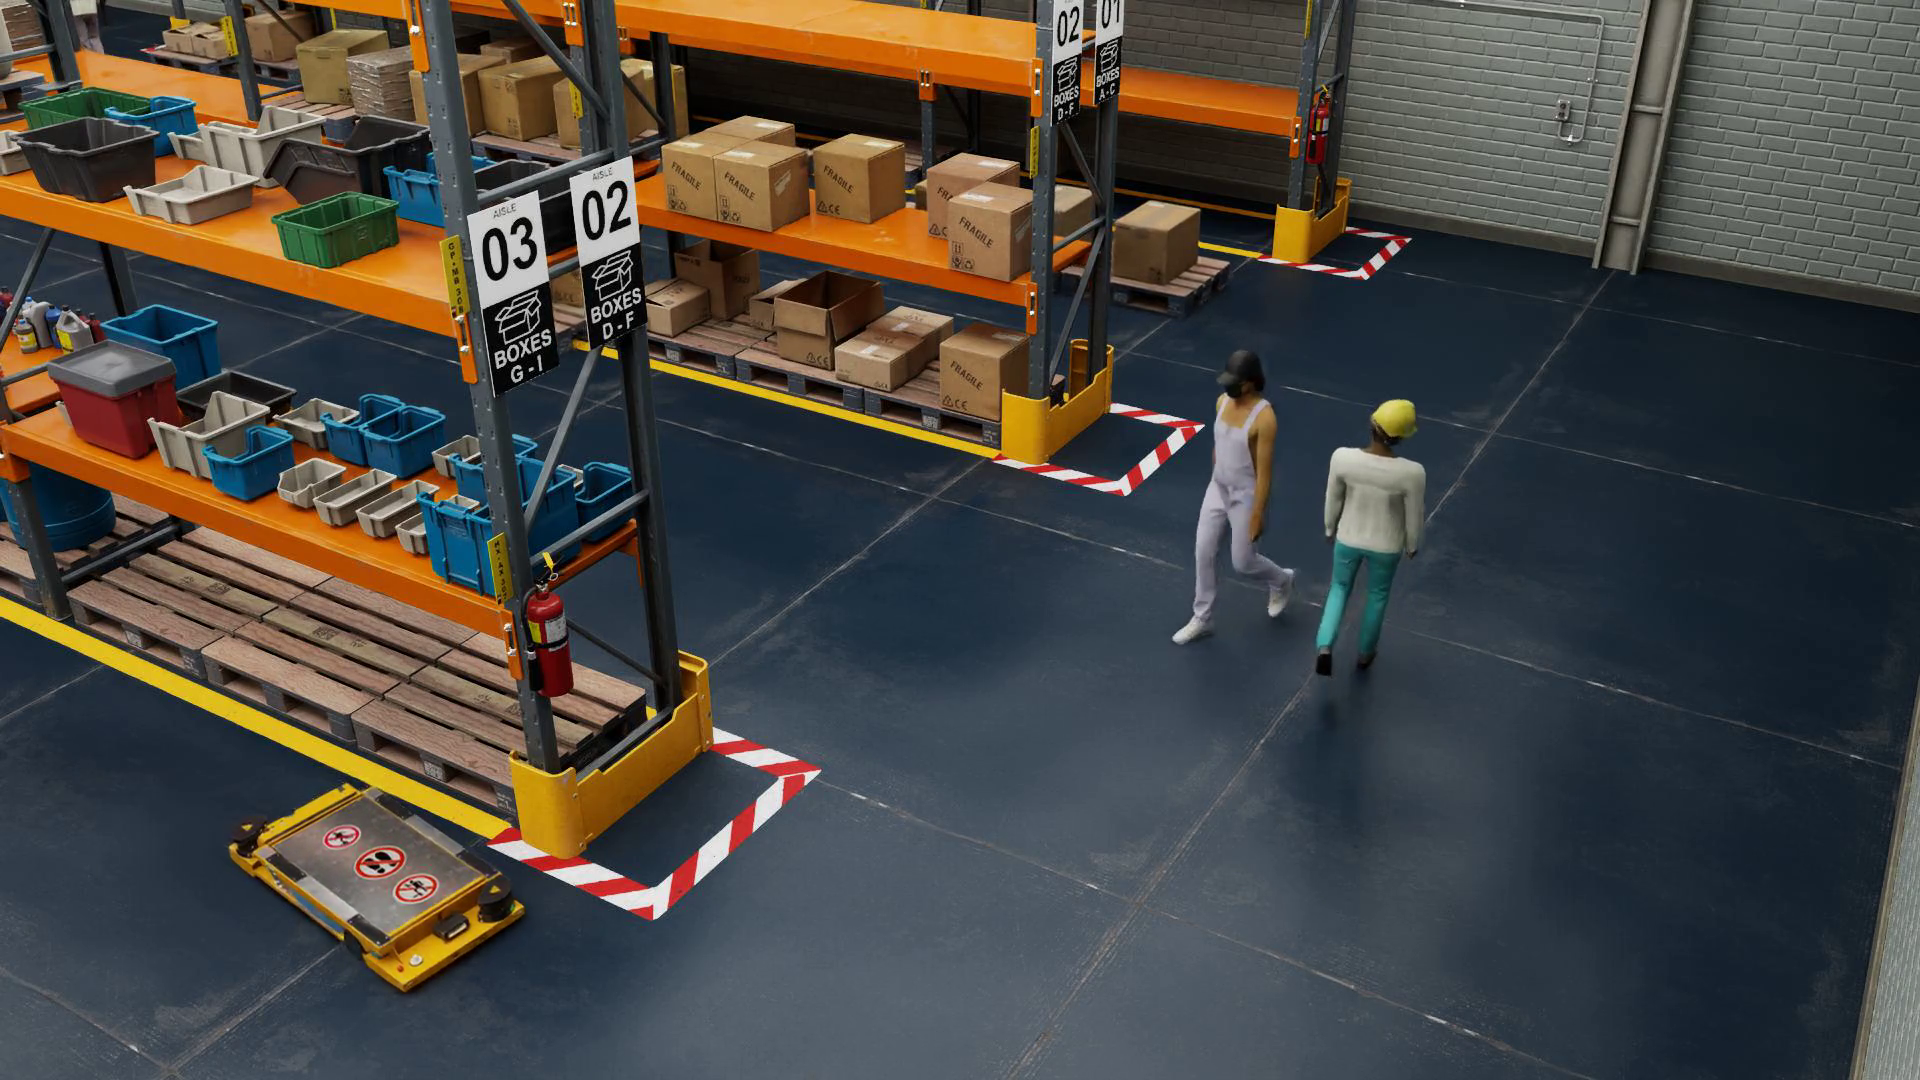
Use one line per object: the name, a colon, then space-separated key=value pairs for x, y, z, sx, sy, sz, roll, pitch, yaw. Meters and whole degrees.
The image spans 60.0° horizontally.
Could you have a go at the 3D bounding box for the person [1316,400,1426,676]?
person: x=2.242 y=0.006 z=9.122 sx=0.544 sy=1.741 sz=0.599 roll=14 pitch=32 yaw=23

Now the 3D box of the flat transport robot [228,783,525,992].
flat transport robot: x=-2.762 y=1.570 z=7.816 sx=1.431 sy=0.231 sz=0.659 roll=22 pitch=36 yaw=34

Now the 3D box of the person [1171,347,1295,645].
person: x=1.626 y=-0.270 z=9.509 sx=0.750 sy=1.834 sz=0.520 roll=-19 pitch=34 yaw=-30

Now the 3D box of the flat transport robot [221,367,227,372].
flat transport robot: x=-6.158 y=-1.208 z=12.802 sx=1.431 sy=0.231 sz=0.659 roll=19 pitch=34 yaw=30

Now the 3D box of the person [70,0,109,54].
person: x=-11.030 y=-6.602 z=20.869 sx=0.472 sy=1.829 sz=0.599 roll=25 pitch=38 yaw=37
